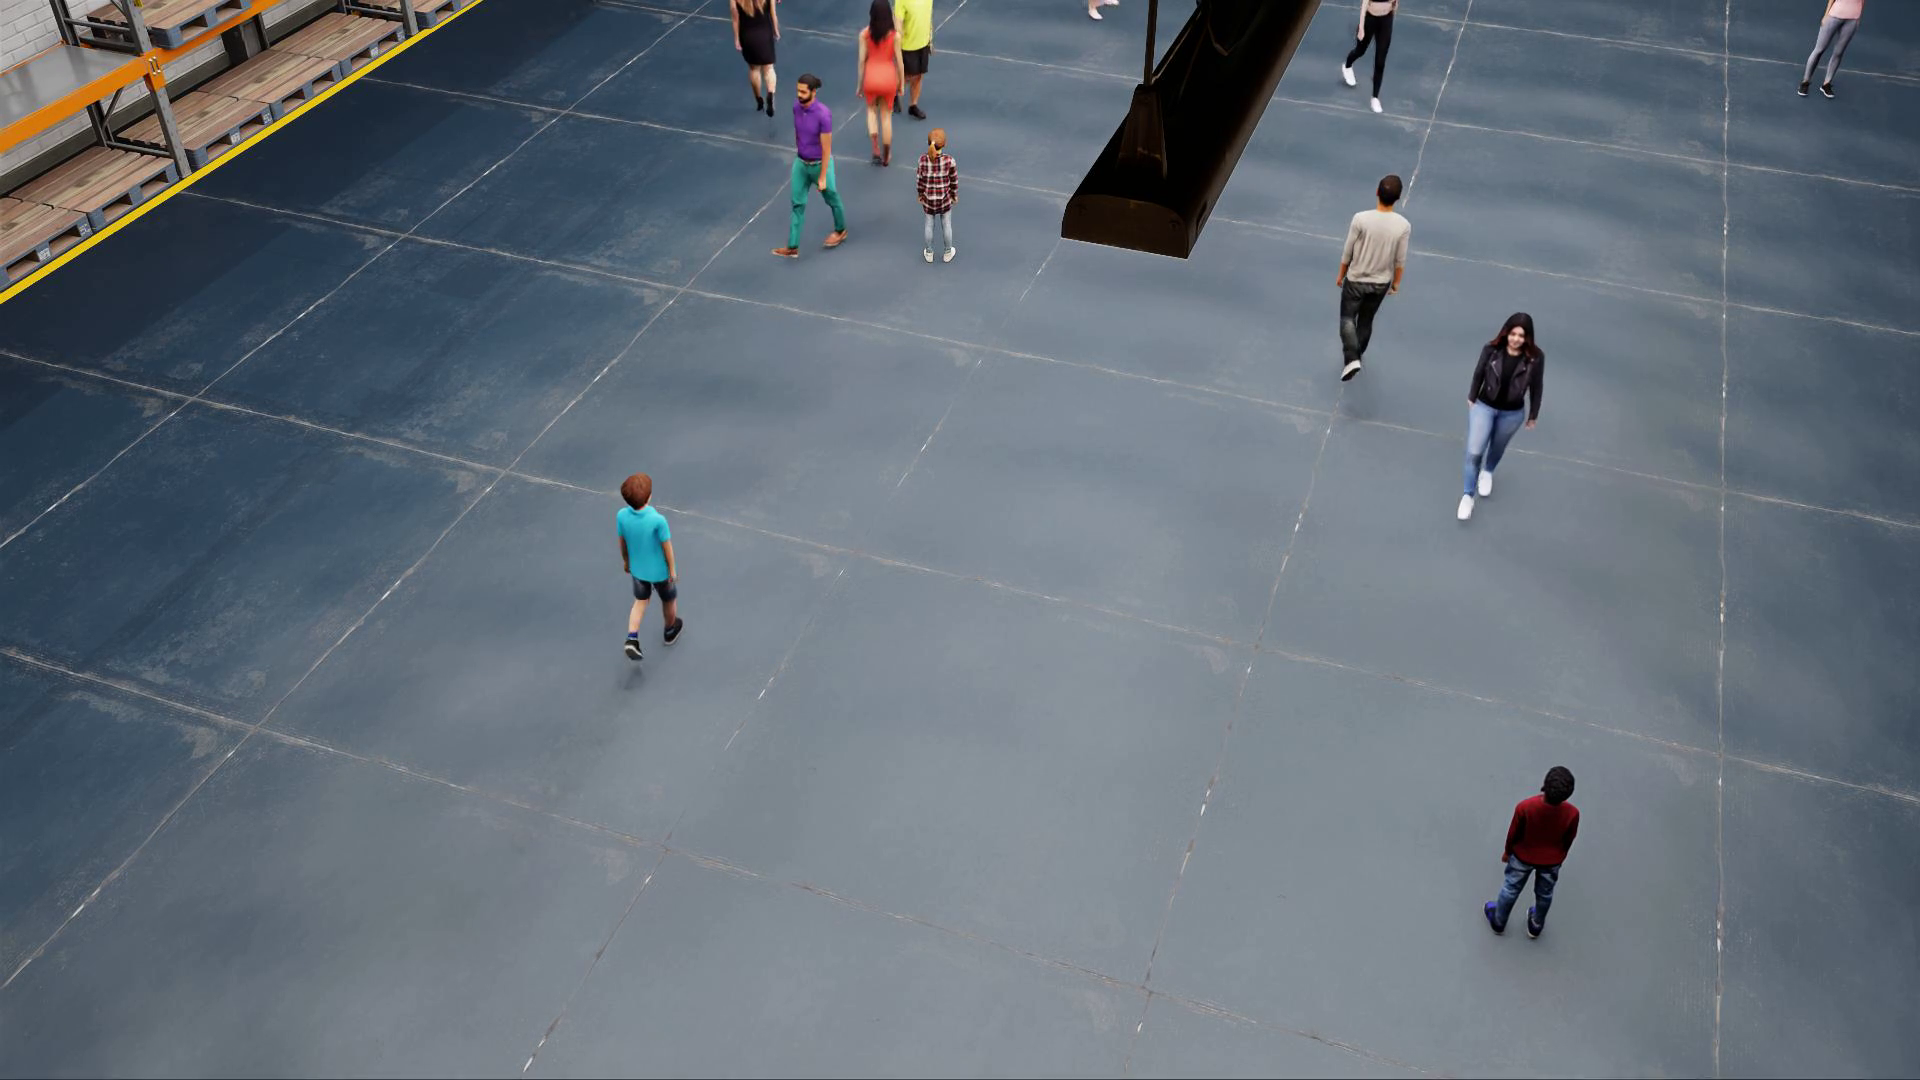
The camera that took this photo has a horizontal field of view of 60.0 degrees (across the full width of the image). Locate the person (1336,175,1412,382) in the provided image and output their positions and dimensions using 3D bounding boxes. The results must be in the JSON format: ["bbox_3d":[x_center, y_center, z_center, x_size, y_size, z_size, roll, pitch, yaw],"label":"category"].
[{"bbox_3d":[3.318,-2.054,13.473,0.795,1.792,0.943,3,39,4],"label":"person"}]

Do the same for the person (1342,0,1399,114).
[{"bbox_3d":[4.443,-5.566,17.949,1.056,1.694,1.302,-7,39,-9],"label":"person"}]

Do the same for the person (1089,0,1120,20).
[{"bbox_3d":[1.683,-7.084,19.820,0.927,1.731,0.666,16,41,19],"label":"person"}]

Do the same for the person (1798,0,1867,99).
[{"bbox_3d":[9.596,-5.694,18.085,0.589,1.725,0.552,7,39,9],"label":"person"}]

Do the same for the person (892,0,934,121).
[{"bbox_3d":[-0.550,-5.307,17.632,0.834,1.684,0.883,-24,44,-27],"label":"person"}]

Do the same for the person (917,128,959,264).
[{"bbox_3d":[-0.207,-3.160,15.247,0.596,1.306,0.605,1,39,2],"label":"person"}]

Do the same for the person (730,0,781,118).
[{"bbox_3d":[-2.118,-5.217,17.516,0.947,1.689,1.055,-9,39,-11],"label":"person"}]

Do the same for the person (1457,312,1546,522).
[{"bbox_3d":[3.993,-1.006,12.303,0.671,1.614,0.913,10,40,13],"label":"person"}]

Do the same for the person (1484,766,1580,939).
[{"bbox_3d":[3.186,1.725,9.172,0.533,1.253,0.537,5,39,6],"label":"person"}]

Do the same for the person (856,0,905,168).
[{"bbox_3d":[-0.806,-4.529,16.645,0.726,1.702,0.718,2,39,2],"label":"person"}]

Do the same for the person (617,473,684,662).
[{"bbox_3d":[-2.067,0.197,10.940,0.539,1.435,0.809,11,40,14],"label":"person"}]

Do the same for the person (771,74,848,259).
[{"bbox_3d":[-1.259,-3.448,15.274,0.869,1.722,1.193,25,45,28],"label":"person"}]
